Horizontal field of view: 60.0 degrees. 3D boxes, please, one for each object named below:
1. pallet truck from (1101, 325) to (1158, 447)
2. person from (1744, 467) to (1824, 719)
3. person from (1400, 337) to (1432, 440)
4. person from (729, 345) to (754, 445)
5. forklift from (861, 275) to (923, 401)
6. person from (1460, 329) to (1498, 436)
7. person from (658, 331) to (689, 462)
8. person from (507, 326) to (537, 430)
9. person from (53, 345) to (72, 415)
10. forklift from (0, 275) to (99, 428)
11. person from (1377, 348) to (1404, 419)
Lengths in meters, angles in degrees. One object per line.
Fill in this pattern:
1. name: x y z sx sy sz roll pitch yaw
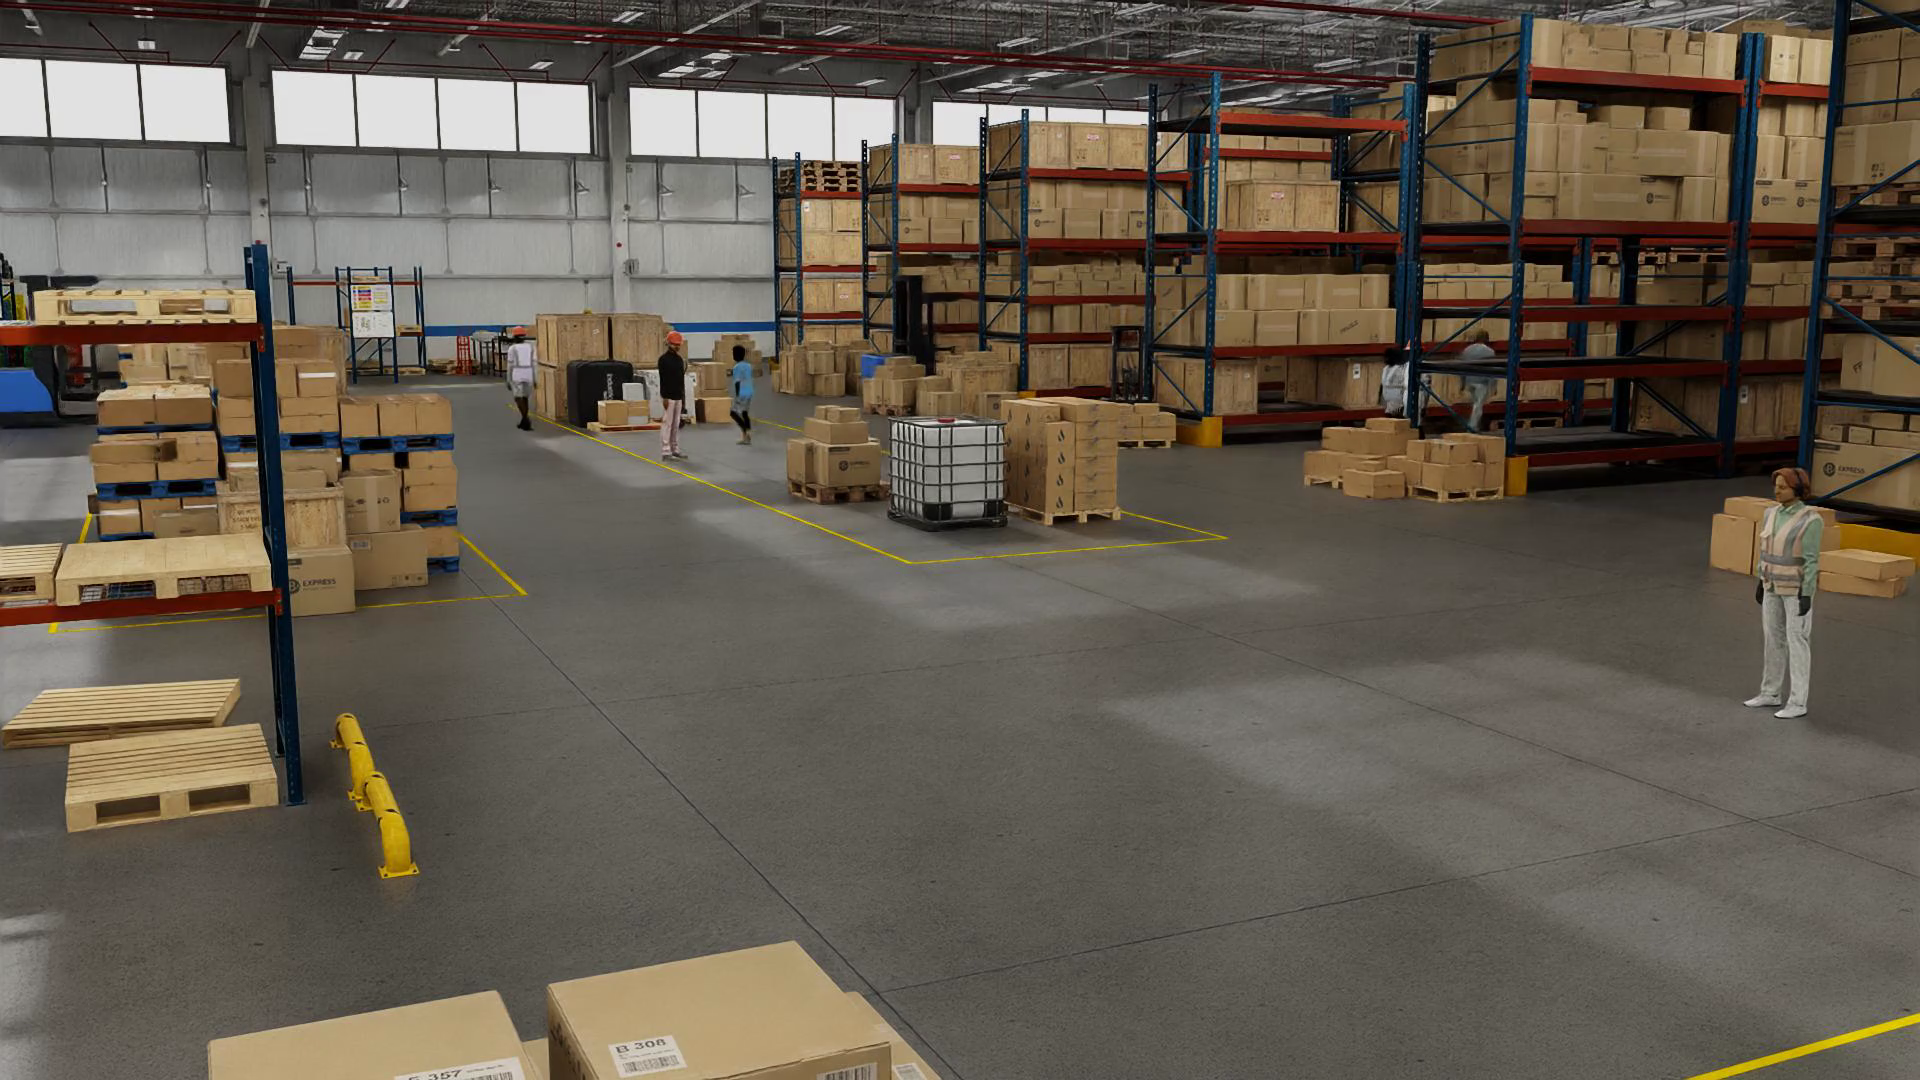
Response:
1. pallet truck: 2.881 -2.596 27.923 0.823 1.965 1.885 -1 9 -7
2. person: 5.393 0.338 10.851 0.313 1.635 0.521 -2 9 -12
3. person: 6.676 -2.011 24.479 0.361 1.938 0.545 -5 10 -28
4. person: -3.646 -2.416 27.779 0.367 1.680 0.531 4 10 23
5. forklift: -1.148 -4.385 36.295 1.873 2.768 1.129 -4 10 -25
6. person: 9.002 -2.671 28.658 0.752 1.907 0.666 -6 11 -34
7. person: -4.388 -2.197 25.476 0.392 1.988 0.609 3 10 19
8. person: -7.991 -2.952 30.401 0.565 1.913 0.719 -7 11 -37
9. person: -17.976 -3.391 33.097 0.363 1.929 0.628 -2 9 -10
10. forklift: -17.170 -3.547 31.094 1.873 2.768 1.129 -4 10 -25
11. person: 7.097 -2.334 27.396 0.890 1.637 0.537 -3 10 -18
